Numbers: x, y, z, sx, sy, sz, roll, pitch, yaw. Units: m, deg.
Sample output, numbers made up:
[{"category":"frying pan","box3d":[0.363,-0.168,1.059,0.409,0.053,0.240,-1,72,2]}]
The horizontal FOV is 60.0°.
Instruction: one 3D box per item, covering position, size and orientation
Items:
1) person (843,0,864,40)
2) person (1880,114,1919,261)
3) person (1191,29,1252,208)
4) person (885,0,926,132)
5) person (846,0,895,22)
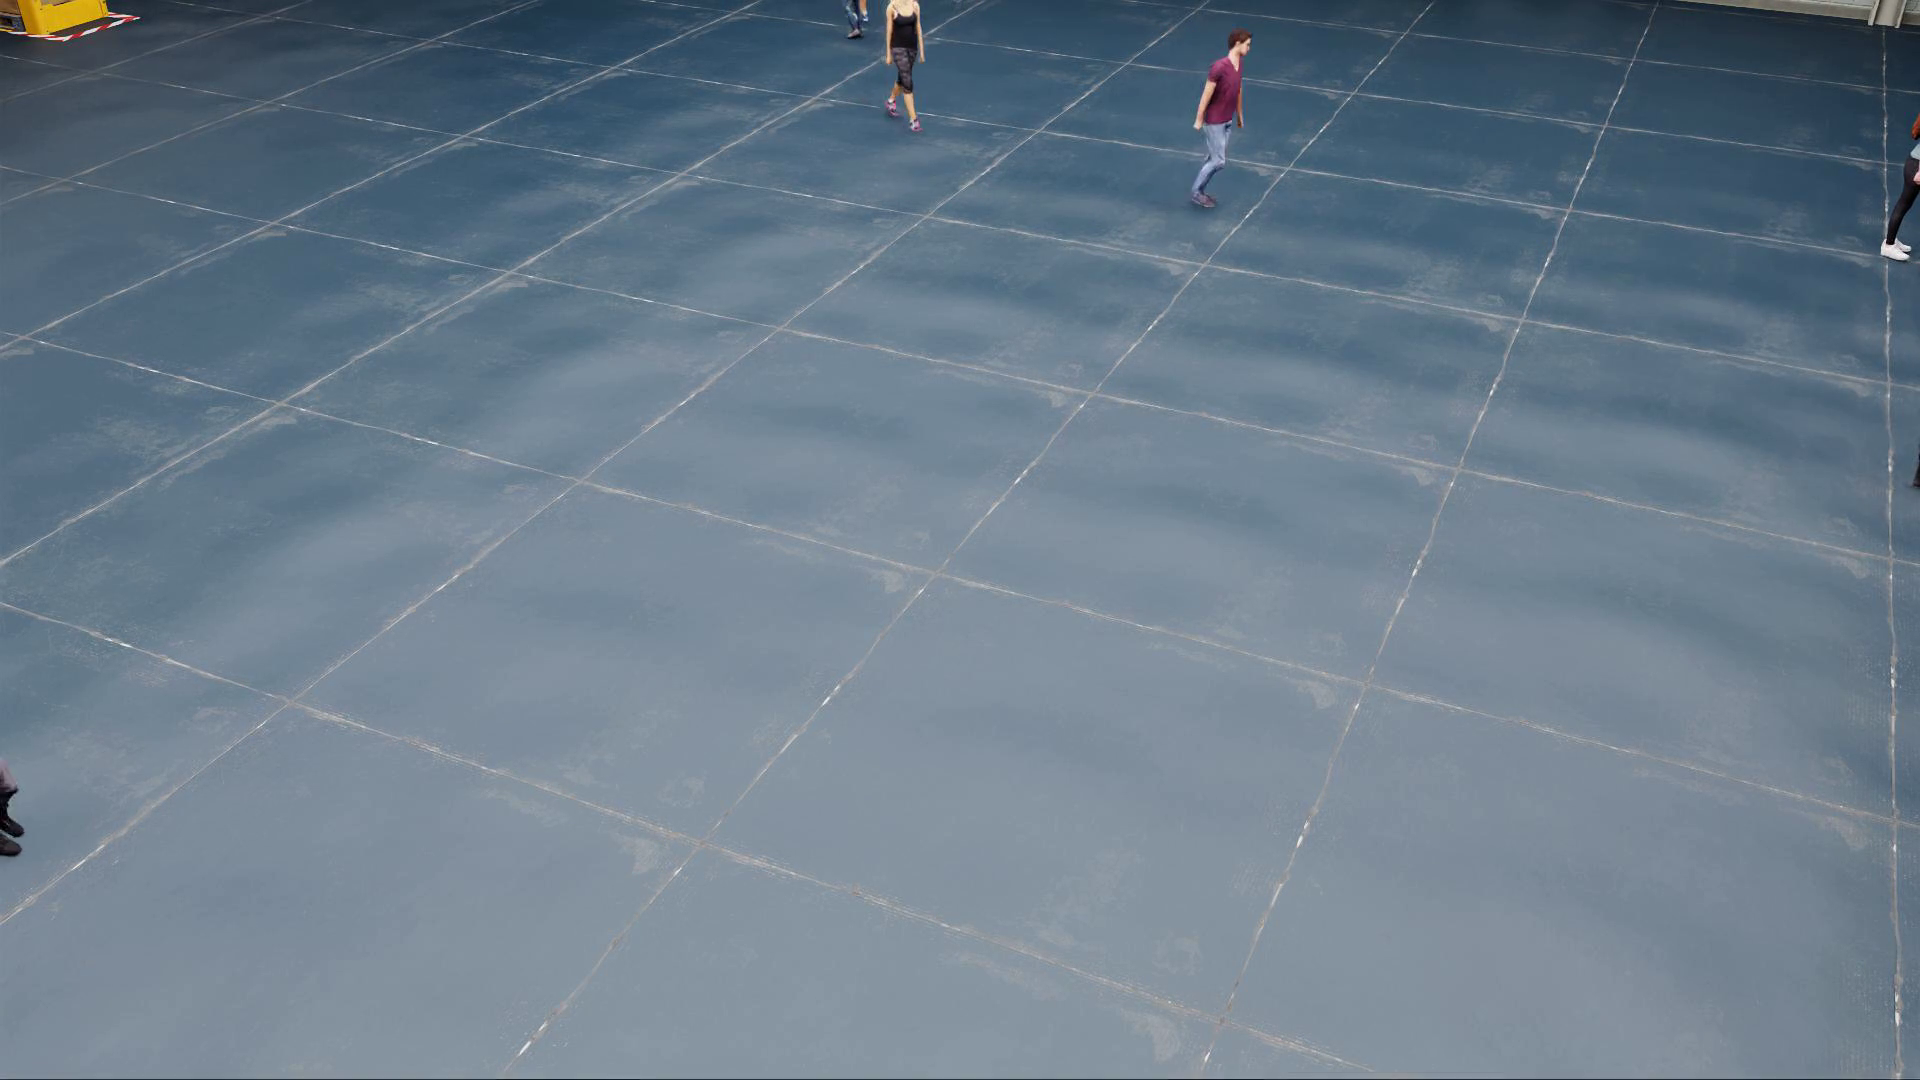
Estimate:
[{"category":"person","box3d":[-1.366,-7.425,22.440,0.491,1.301,0.483,13,35,20]},{"category":"person","box3d":[9.168,-3.560,15.898,0.573,1.743,0.612,19,37,27]},{"category":"person","box3d":[2.580,-4.299,17.010,0.740,1.807,0.744,-26,40,-35]},{"category":"person","box3d":[-0.683,-5.667,19.295,1.009,1.684,1.179,-16,36,-24]},{"category":"person","box3d":[-1.204,-8.140,23.073,1.149,1.834,0.963,-5,33,-8]}]
